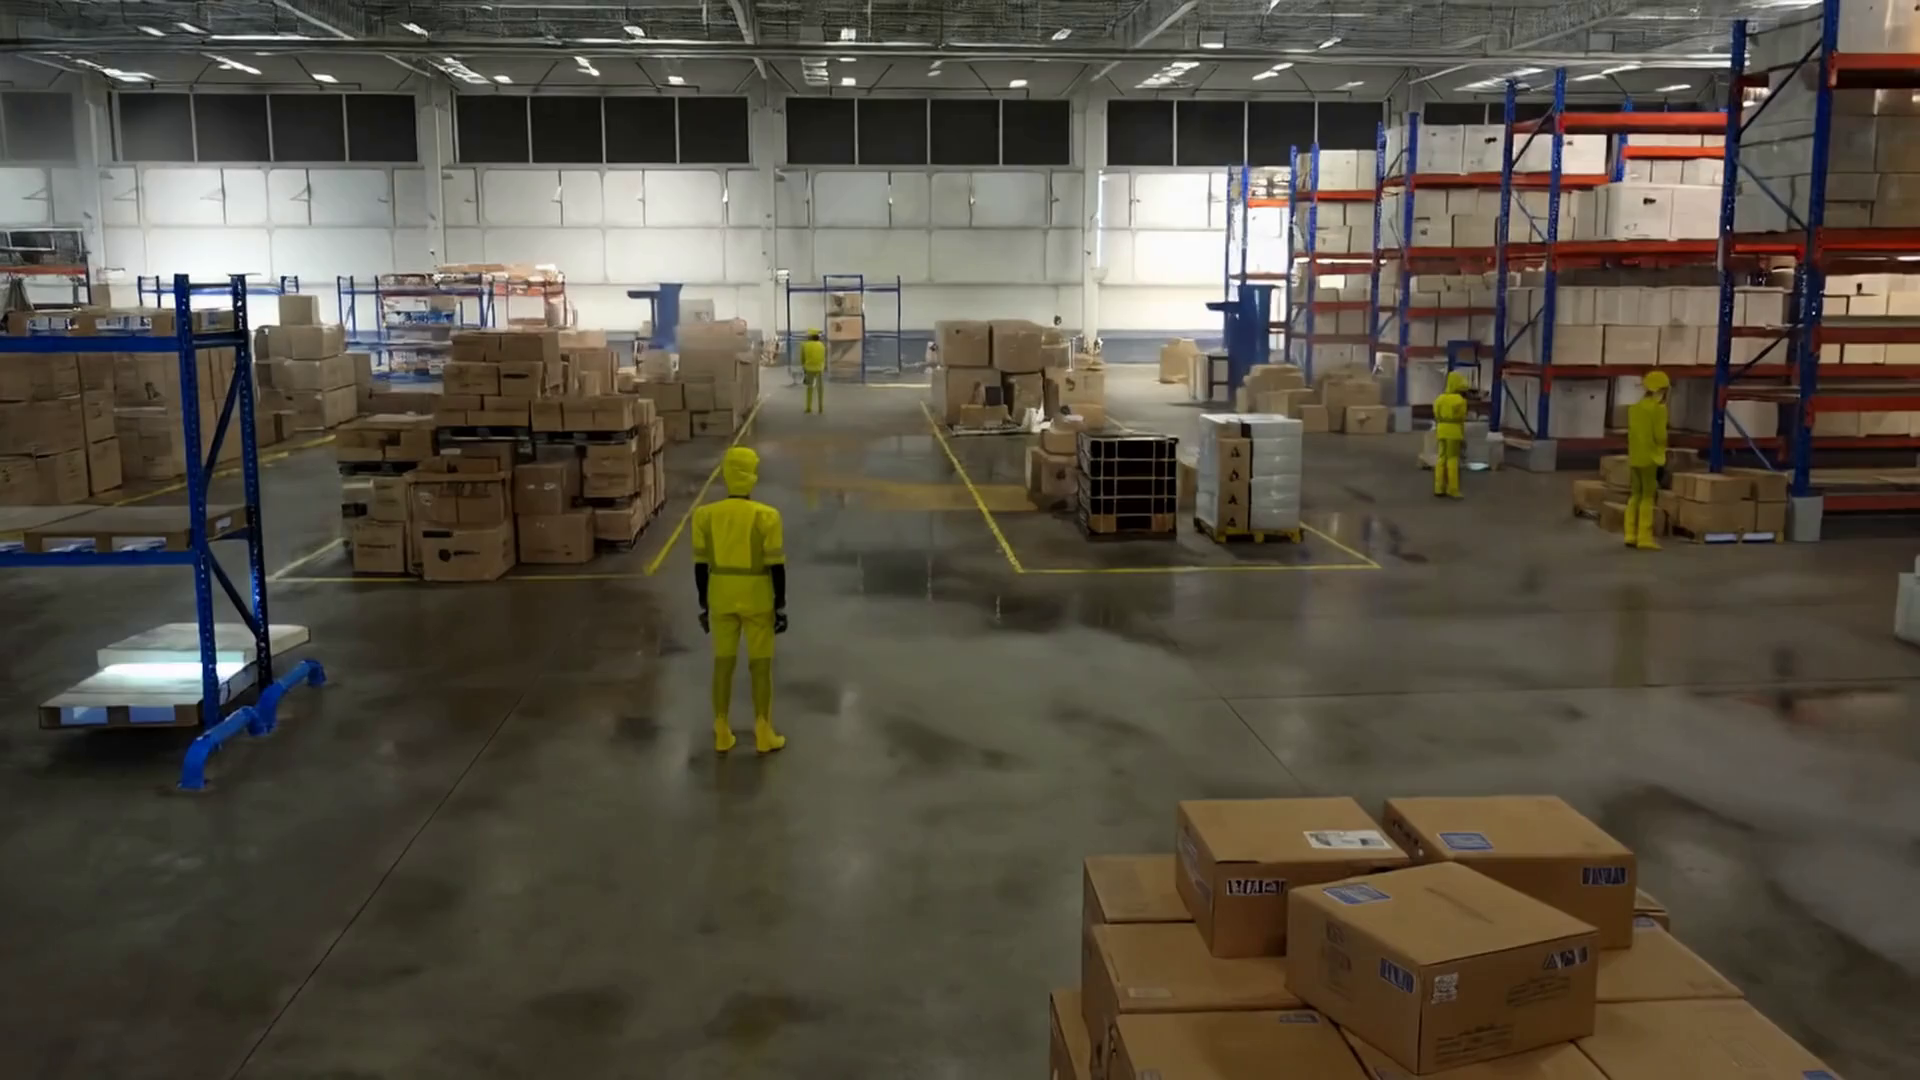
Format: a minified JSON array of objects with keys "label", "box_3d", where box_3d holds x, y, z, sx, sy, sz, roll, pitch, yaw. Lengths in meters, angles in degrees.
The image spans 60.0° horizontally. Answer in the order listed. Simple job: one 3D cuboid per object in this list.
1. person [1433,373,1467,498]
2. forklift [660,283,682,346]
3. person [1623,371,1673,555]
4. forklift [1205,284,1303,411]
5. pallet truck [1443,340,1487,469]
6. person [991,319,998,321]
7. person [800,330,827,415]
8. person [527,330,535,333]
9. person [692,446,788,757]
[{"label":"person","box_3d":[6.673,-1.413,22.607,0.317,1.696,0.539,-6,11,-34]},{"label":"forklift","box_3d":[-7.225,-5.025,41.586,1.873,2.768,1.129,-3,10,-20]},{"label":"person","box_3d":[7.498,-0.844,18.098,0.389,1.992,0.625,-1,9,-8]},{"label":"forklift","box_3d":[6.483,-4.196,36.375,1.873,2.768,1.129,7,11,36]},{"label":"pallet truck","box_3d":[8.004,-2.170,26.422,0.823,1.965,1.885,2,9,14]},{"label":"person","box_3d":[0.763,-4.673,42.435,0.489,1.899,0.654,-6,11,-34]},{"label":"person","box_3d":[-3.198,-3.644,36.165,0.633,1.843,0.429,-5,10,-27]},{"label":"person","box_3d":[-8.545,-3.233,33.327,0.661,1.920,0.581,-1,9,-7]},{"label":"person","box_3d":[-1.369,0.392,10.434,0.607,1.966,0.367,2,9,10]}]
